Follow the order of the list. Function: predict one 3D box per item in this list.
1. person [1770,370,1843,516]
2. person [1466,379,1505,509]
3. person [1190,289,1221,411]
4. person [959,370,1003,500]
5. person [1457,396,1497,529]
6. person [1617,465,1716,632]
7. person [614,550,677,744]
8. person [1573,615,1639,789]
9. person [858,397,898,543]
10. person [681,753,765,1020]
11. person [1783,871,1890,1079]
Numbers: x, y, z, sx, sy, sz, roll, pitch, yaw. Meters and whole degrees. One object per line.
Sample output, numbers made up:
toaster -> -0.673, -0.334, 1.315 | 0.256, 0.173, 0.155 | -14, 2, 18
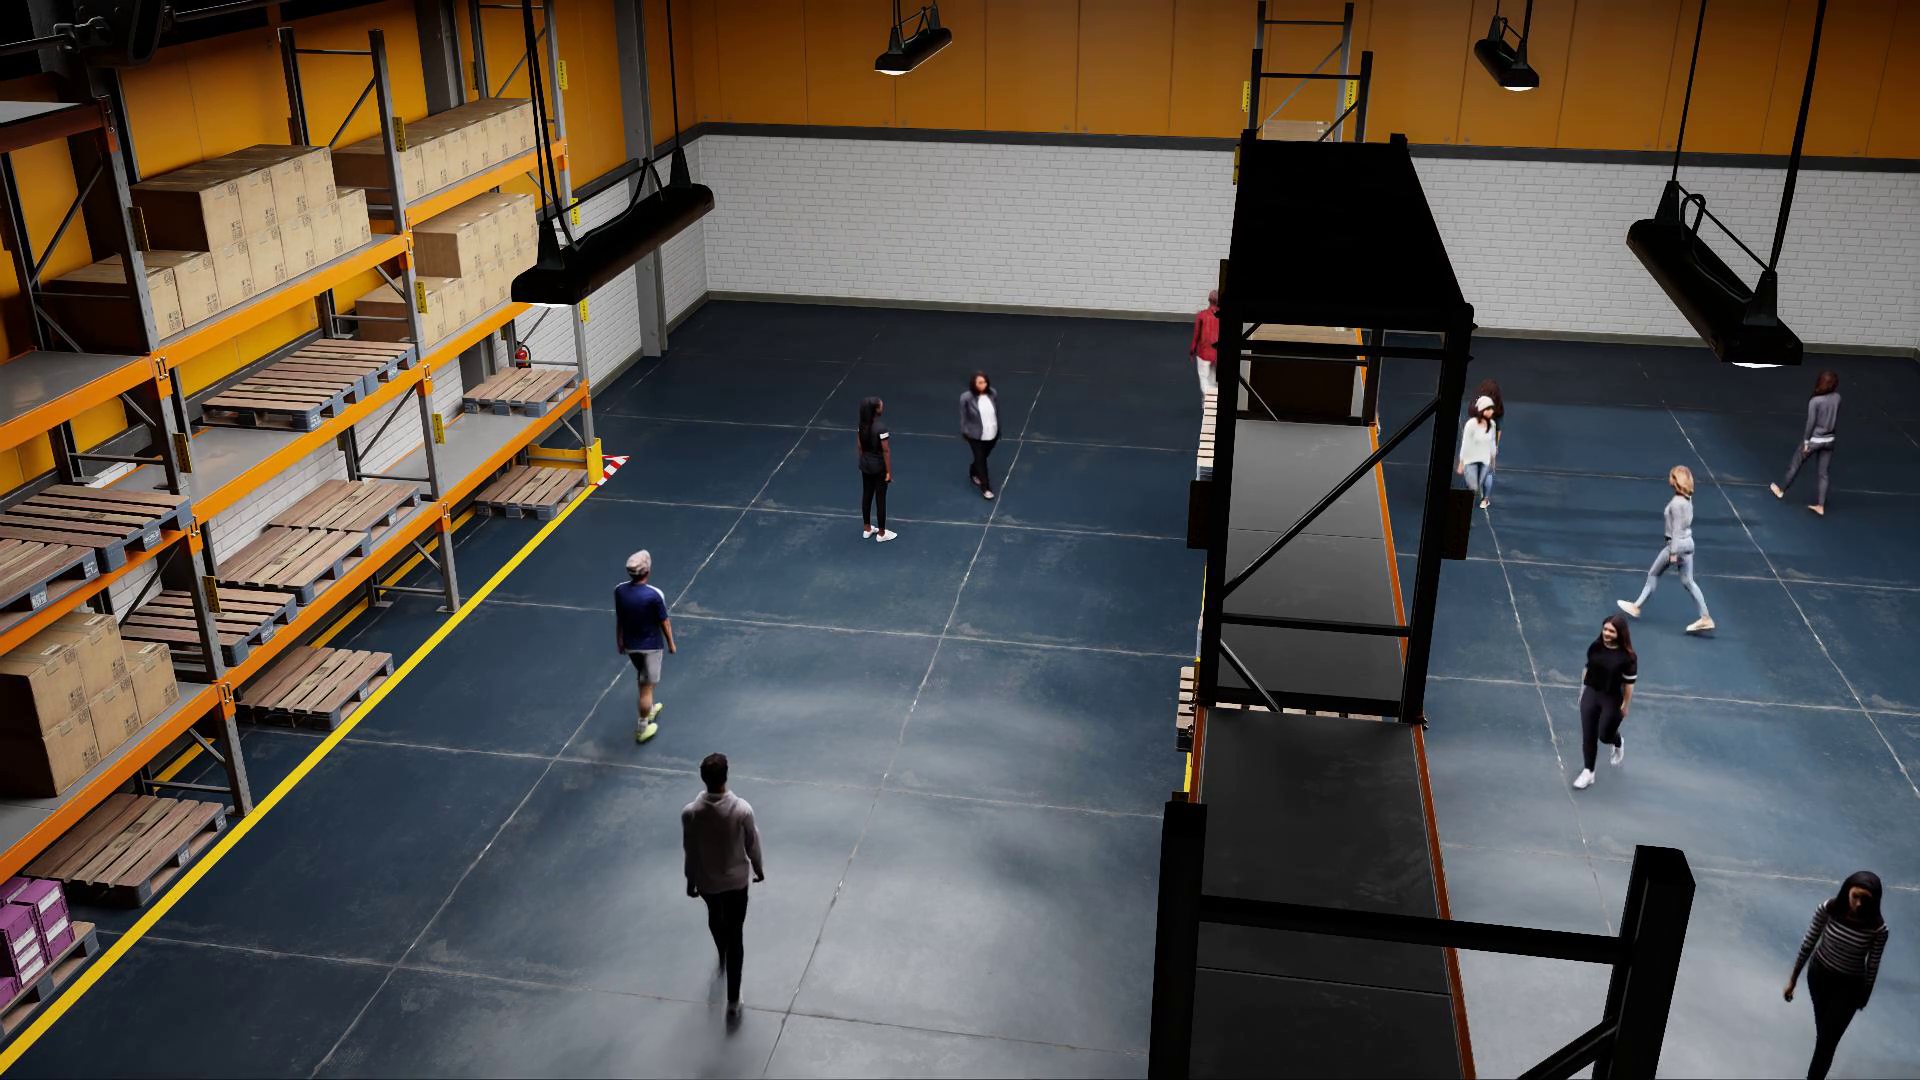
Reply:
person -> 10.408, -1.149, 20.037 | 0.854, 1.732, 1.108 | -3, 24, -8
person -> 6.352, -1.170, 20.230 | 0.605, 1.616, 0.597 | 6, 24, 13
person -> 3.522, -2.570, 23.217 | 0.879, 1.788, 1.243 | -2, 24, -5
person -> 0.248, -1.350, 20.710 | 1.070, 1.560, 1.160 | -13, 27, -28
person -> 6.056, -0.939, 19.676 | 0.695, 1.637, 0.721 | -7, 25, -16
person -> 7.466, 0.137, 17.084 | 1.113, 1.740, 1.235 | 16, 28, 32
person -> -2.903, 0.995, 15.029 | 0.719, 1.814, 0.886 | 8, 25, 18
person -> 5.621, 1.368, 14.415 | 0.985, 1.623, 0.898 | -19, 30, -36
person -> -0.992, -0.837, 19.310 | 0.707, 1.743, 0.728 | 19, 30, 37
person -> -1.660, 2.437, 11.643 | 0.912, 1.885, 1.321 | -1, 24, -3
person -> 5.698, 2.876, 10.822 | 0.996, 1.737, 1.213 | 19, 30, 37
